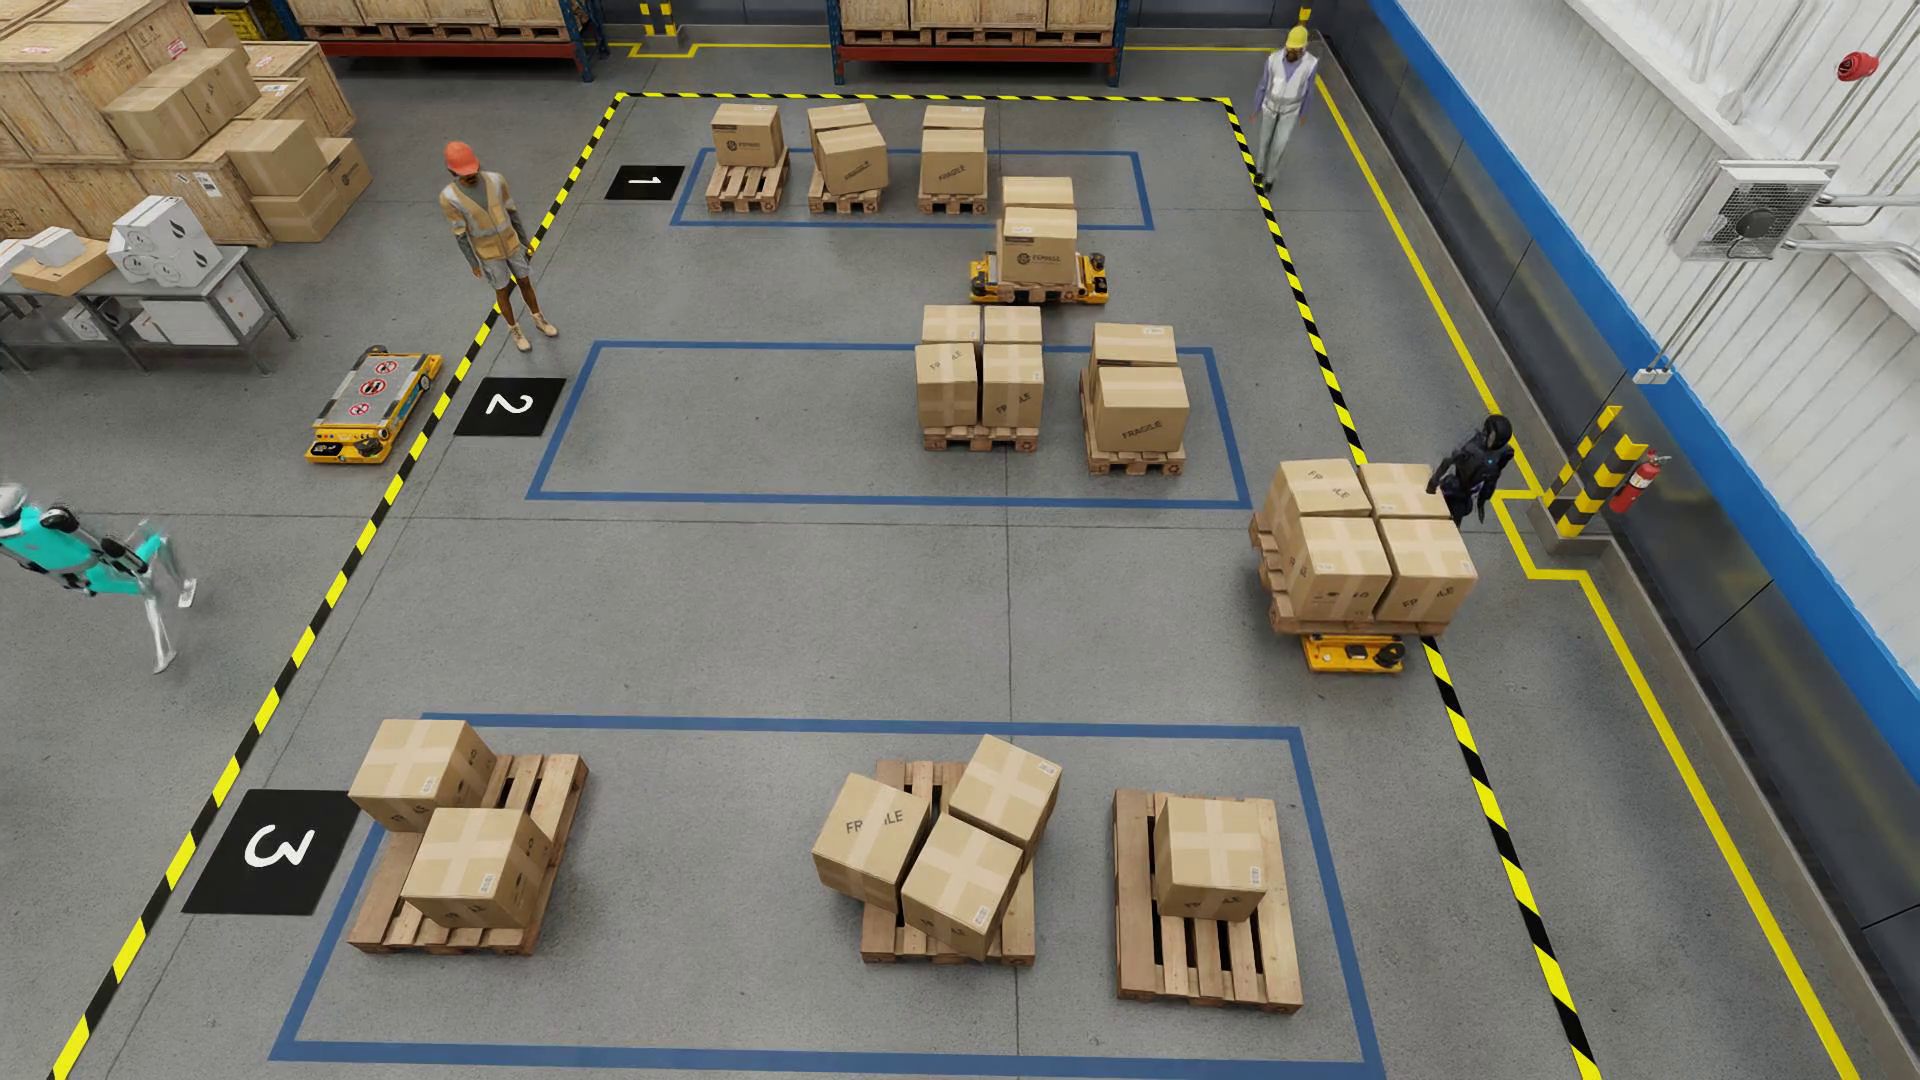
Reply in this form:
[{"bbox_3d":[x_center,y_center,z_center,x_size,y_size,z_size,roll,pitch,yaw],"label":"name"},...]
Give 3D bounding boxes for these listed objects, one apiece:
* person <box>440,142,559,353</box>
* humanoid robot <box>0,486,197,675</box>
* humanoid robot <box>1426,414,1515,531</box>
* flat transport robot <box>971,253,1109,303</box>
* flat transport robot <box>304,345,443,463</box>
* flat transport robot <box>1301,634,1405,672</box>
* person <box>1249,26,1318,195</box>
[{"bbox_3d":[-4.258,-2.689,8.482,0.388,2.039,0.613,35,58,26],"label":"person"},{"bbox_3d":[-5.890,0.103,6.343,0.554,1.740,1.060,-12,51,-10],"label":"humanoid robot"},{"bbox_3d":[3.593,-0.304,6.732,0.590,1.629,0.784,-7,50,-6],"label":"humanoid robot"},{"bbox_3d":[0.836,-2.791,9.711,1.431,0.197,0.652,1,50,1],"label":"flat transport robot"},{"bbox_3d":[-5.383,-1.269,8.441,0.659,0.231,1.431,1,50,1],"label":"flat transport robot"},{"bbox_3d":[2.880,0.357,7.047,0.652,0.197,1.431,1,50,1],"label":"flat transport robot"},{"bbox_3d":[3.634,-4.882,10.483,0.628,1.809,0.664,18,52,15],"label":"person"}]
